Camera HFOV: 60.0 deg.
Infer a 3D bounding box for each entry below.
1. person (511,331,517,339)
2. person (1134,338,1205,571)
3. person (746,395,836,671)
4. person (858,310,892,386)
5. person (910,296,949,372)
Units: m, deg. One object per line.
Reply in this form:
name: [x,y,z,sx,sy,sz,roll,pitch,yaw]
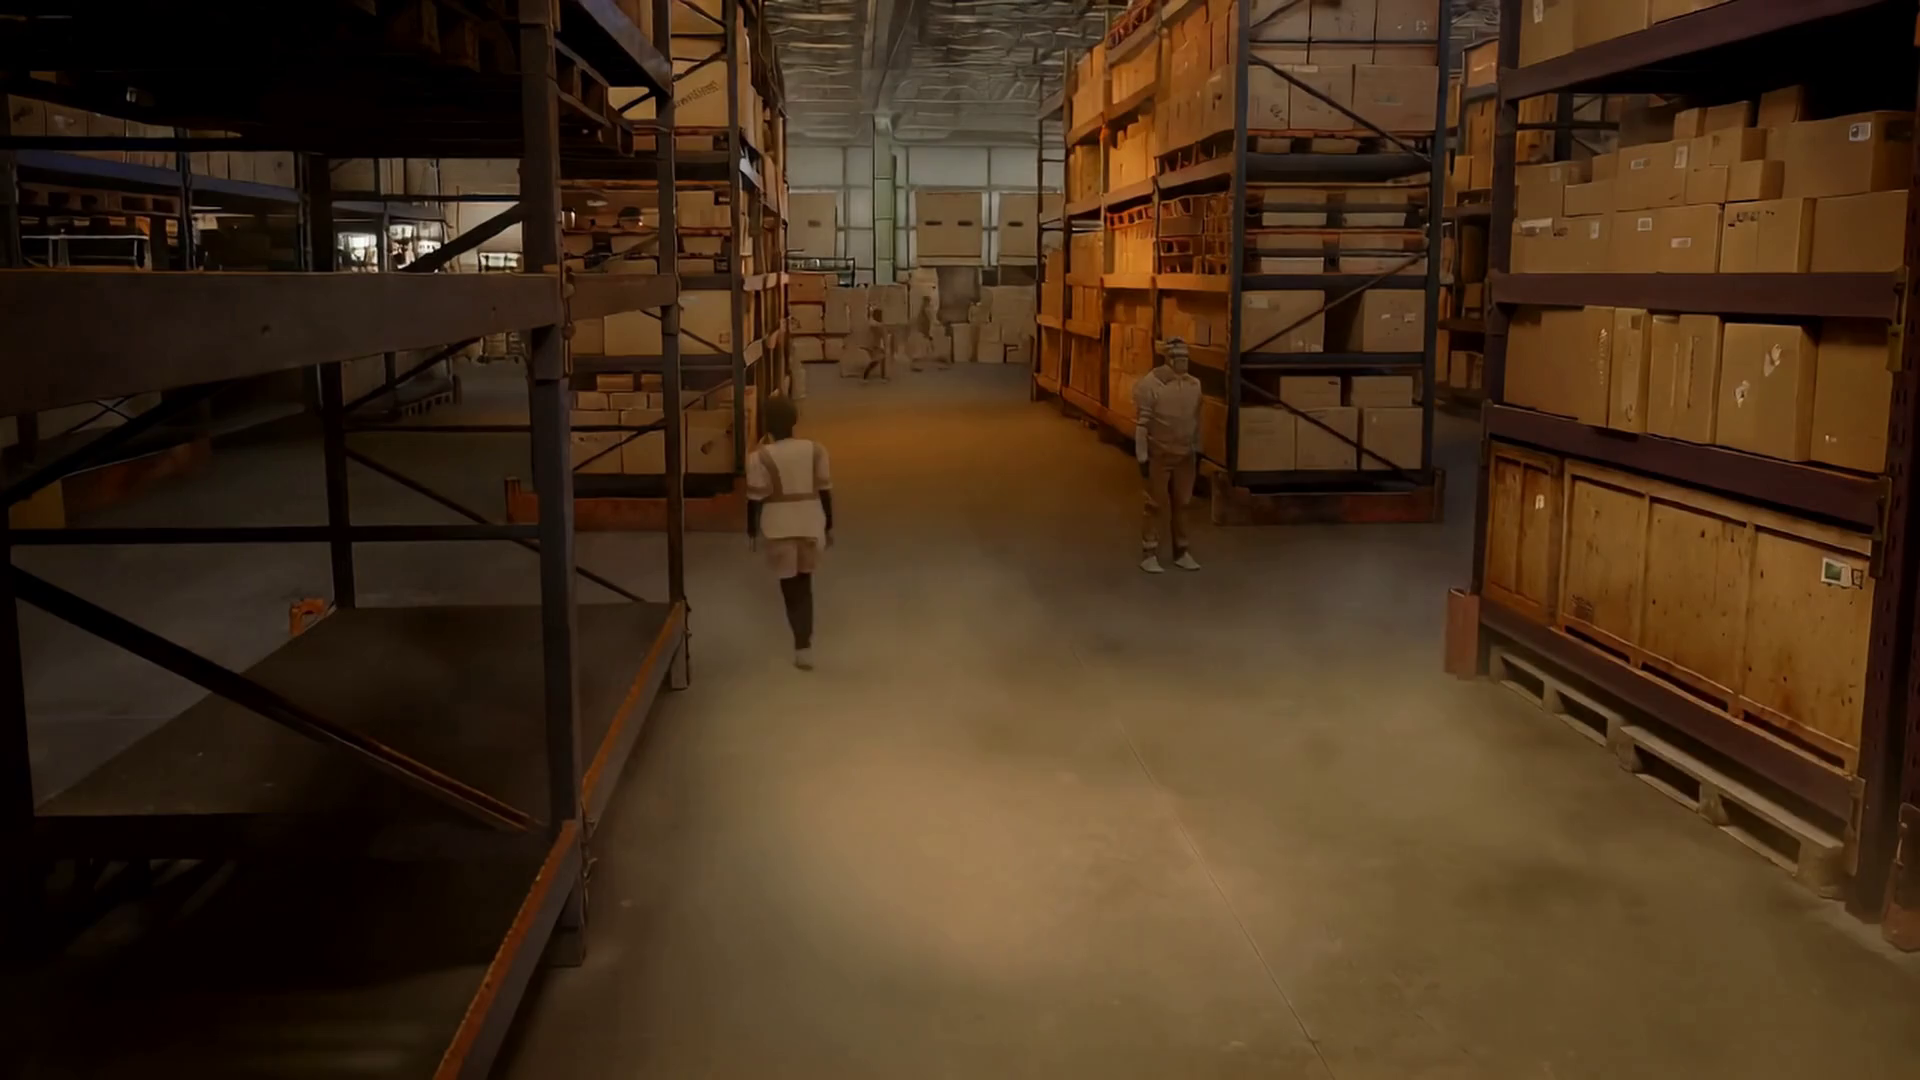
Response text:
person: [-16.793,-8.444,62.244,0.595,1.903,0.863,-8,12,-42]
person: [1.730,-0.694,13.572,0.642,1.900,0.400,-4,10,-26]
person: [-1.074,-0.058,10.244,0.552,1.668,0.701,-5,10,-28]
person: [-1.849,-4.146,35.944,0.749,1.672,0.530,-3,10,-19]
person: [-0.801,-5.121,41.383,1.002,1.887,0.660,2,9,14]
